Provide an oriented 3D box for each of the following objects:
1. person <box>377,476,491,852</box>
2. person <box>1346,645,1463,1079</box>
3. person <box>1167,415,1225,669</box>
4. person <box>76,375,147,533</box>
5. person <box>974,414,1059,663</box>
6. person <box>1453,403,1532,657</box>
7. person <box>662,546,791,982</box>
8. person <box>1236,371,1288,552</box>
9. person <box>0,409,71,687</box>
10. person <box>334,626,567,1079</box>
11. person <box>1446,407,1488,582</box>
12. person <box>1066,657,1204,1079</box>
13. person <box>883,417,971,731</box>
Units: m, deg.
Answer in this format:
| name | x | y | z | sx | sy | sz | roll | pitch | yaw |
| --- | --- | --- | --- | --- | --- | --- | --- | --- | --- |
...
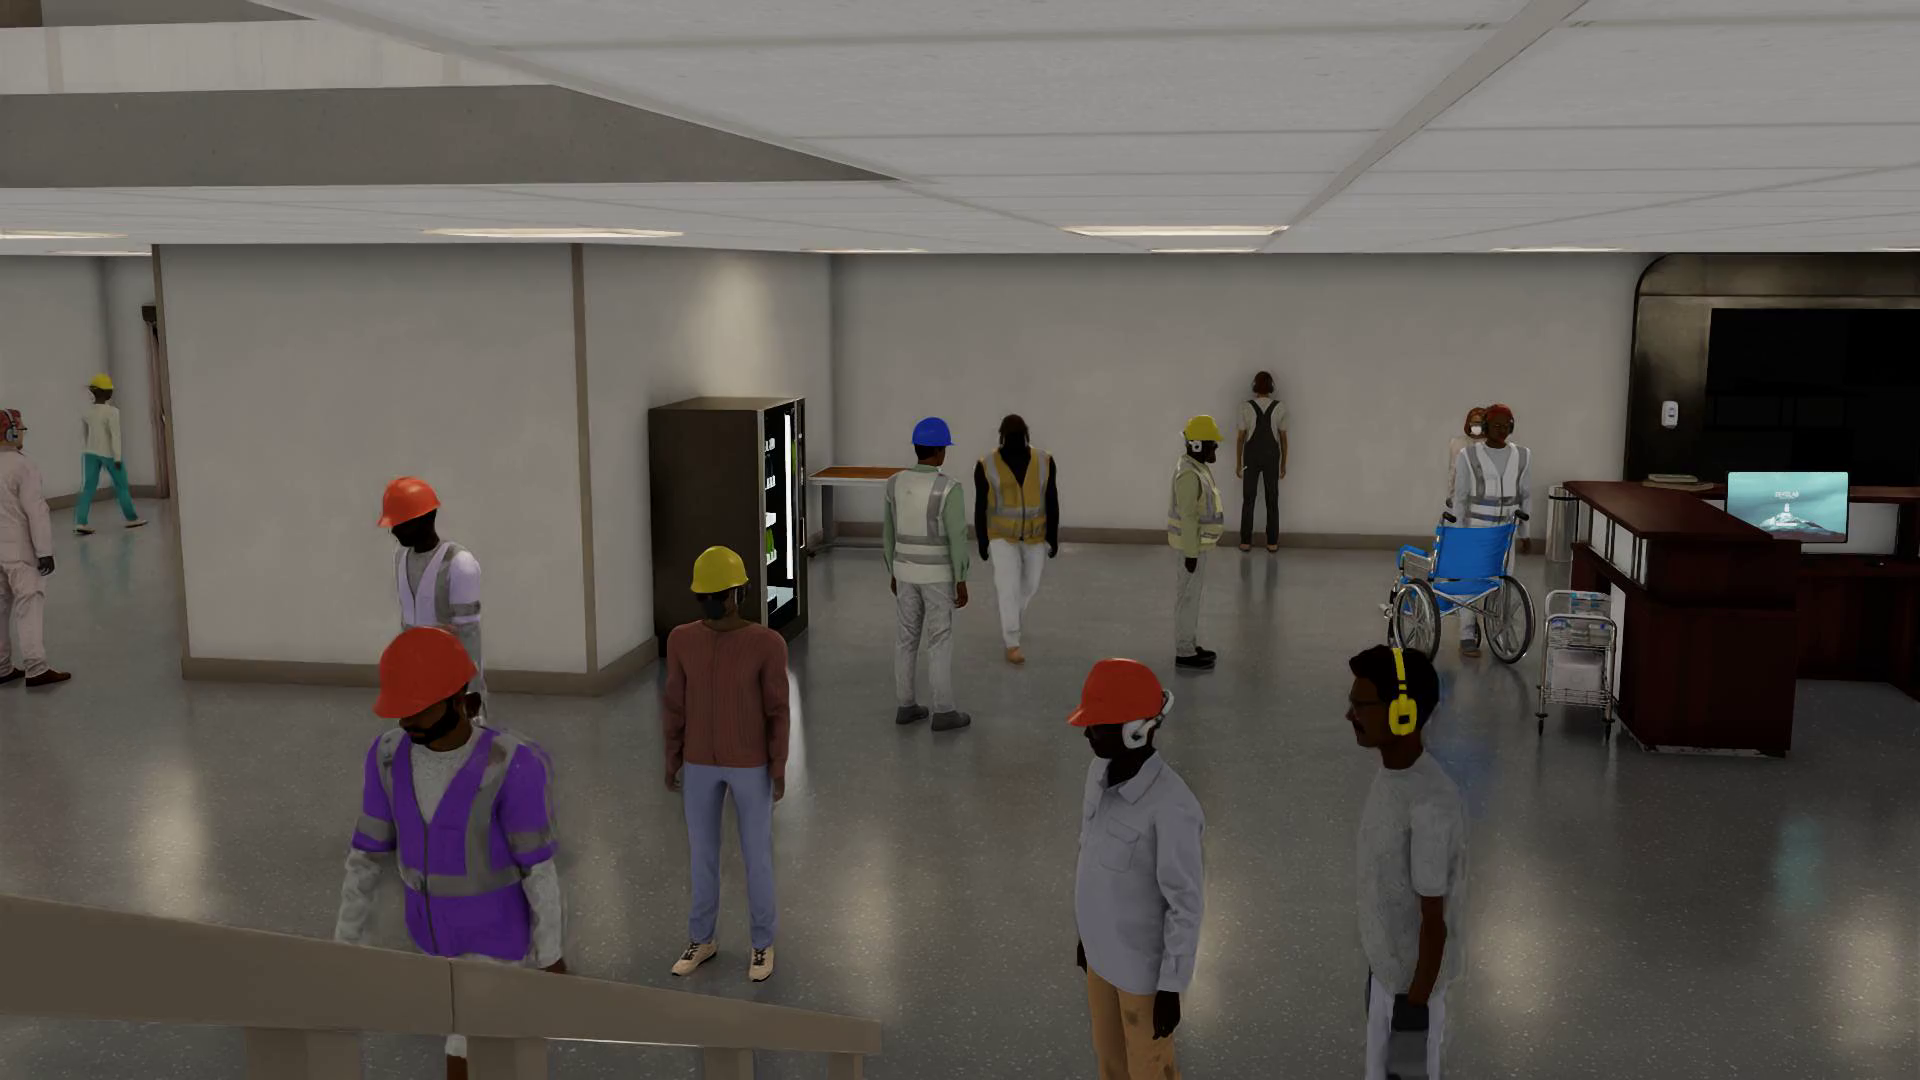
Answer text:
| name | x | y | z | sx | sy | sz | roll | pitch | yaw |
| --- | --- | --- | --- | --- | --- | --- | --- | --- | --- |
| person | -2.516 | 0.627 | 7.920 | 0.638 | 1.905 | 0.500 | 6 | 11 | 32 |
| person | 1.222 | 1.208 | 4.501 | 0.397 | 1.858 | 0.559 | 0 | 9 | 1 |
| person | 1.692 | 0.013 | 11.944 | 0.403 | 1.826 | 0.597 | 2 | 9 | 12 |
| person | -9.349 | -0.942 | 18.142 | 0.535 | 1.720 | 0.893 | 2 | 10 | 15 |
| person | 0.404 | -0.046 | 12.356 | 0.613 | 1.811 | 0.835 | -2 | 9 | -11 |
| person | 3.917 | -0.069 | 12.259 | 0.586 | 1.883 | 0.339 | -1 | 9 | -6 |
| person | -0.942 | 0.895 | 6.675 | 0.532 | 1.768 | 0.311 | 2 | 9 | 11 |
| person | 3.046 | -0.785 | 16.815 | 0.506 | 1.838 | 0.339 | 1 | 9 | 6 |
| person | -6.488 | 0.053 | 11.427 | 0.651 | 1.906 | 0.403 | 3 | 10 | 17 |
| person | -1.447 | 1.146 | 4.807 | 0.579 | 1.879 | 0.934 | 4 | 10 | 24 |
| person | 4.654 | -0.391 | 15.047 | 0.504 | 1.627 | 0.286 | 6 | 11 | 32 |
| person | 0.476 | 1.196 | 4.856 | 0.343 | 1.747 | 0.572 | -4 | 10 | -23 |
| person | -0.195 | 0.208 | 10.342 | 0.614 | 1.945 | 0.401 | 7 | 11 | 36 |
